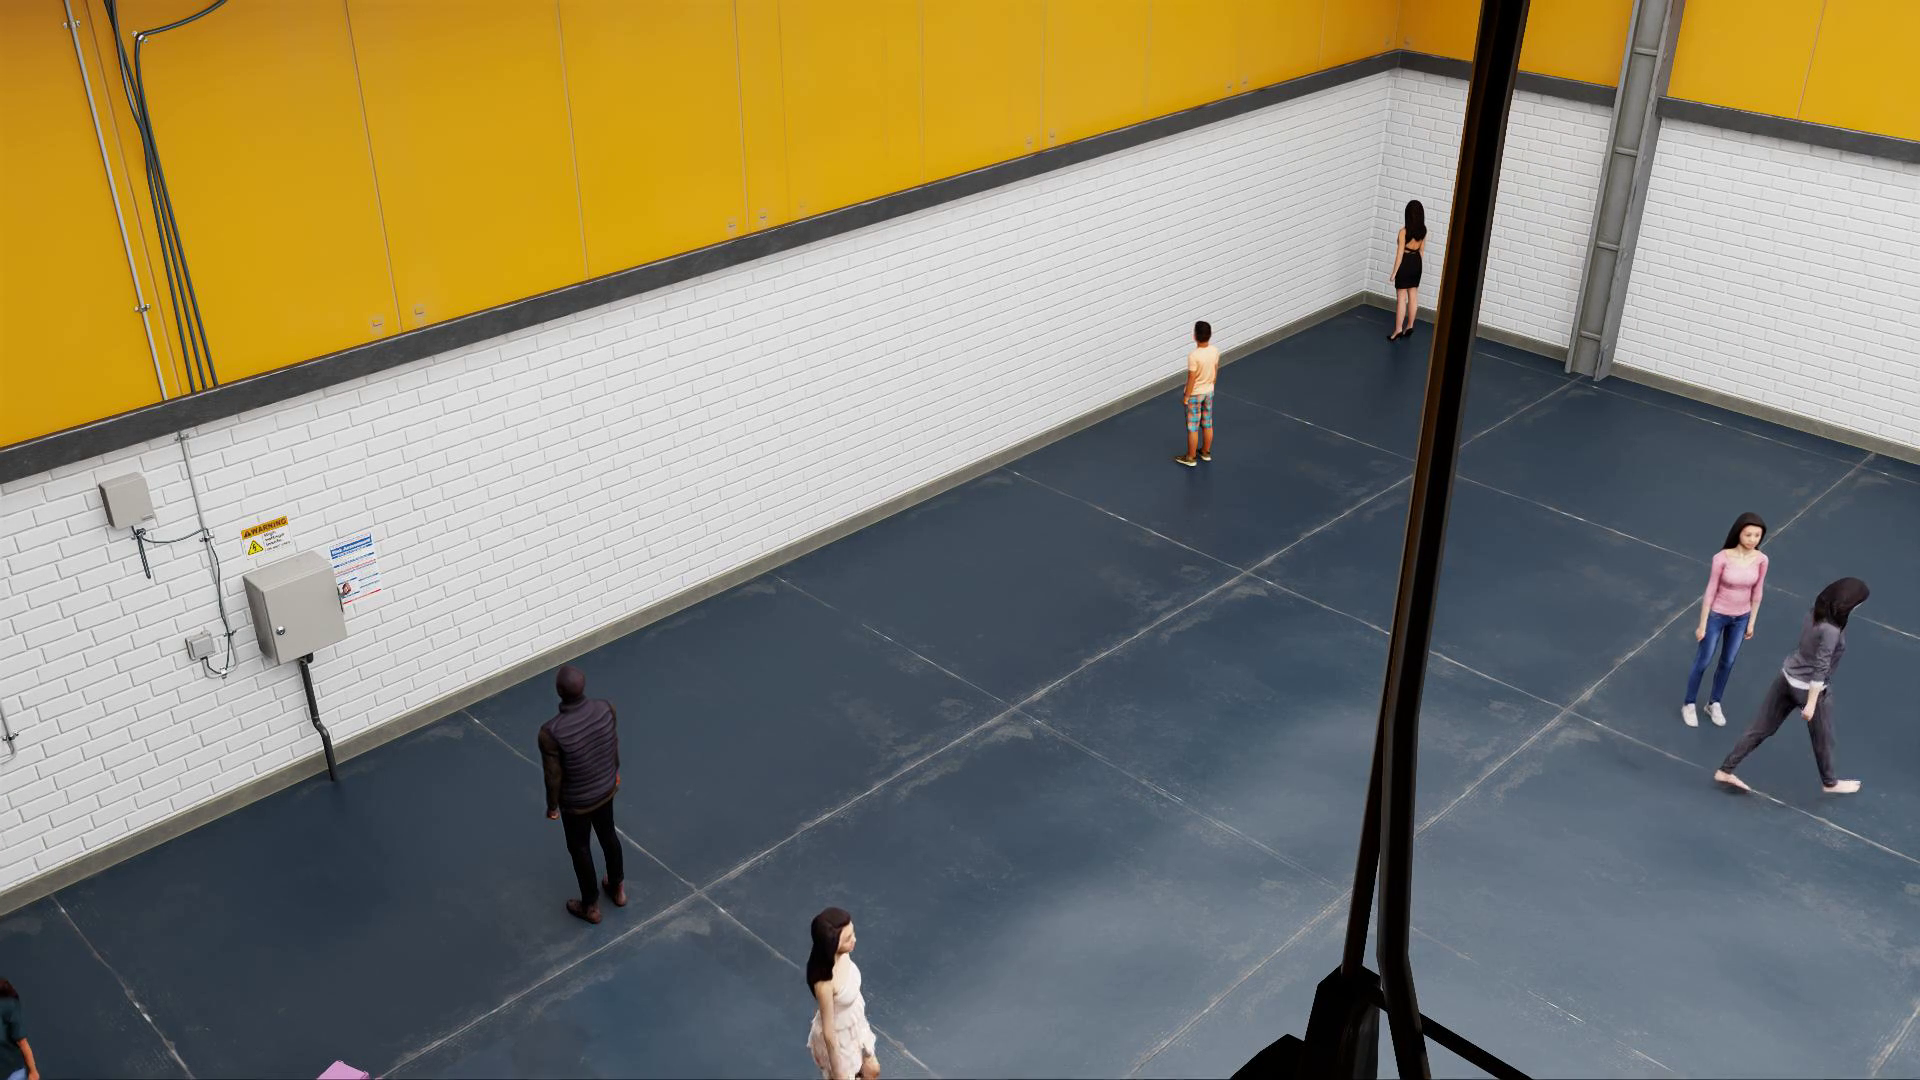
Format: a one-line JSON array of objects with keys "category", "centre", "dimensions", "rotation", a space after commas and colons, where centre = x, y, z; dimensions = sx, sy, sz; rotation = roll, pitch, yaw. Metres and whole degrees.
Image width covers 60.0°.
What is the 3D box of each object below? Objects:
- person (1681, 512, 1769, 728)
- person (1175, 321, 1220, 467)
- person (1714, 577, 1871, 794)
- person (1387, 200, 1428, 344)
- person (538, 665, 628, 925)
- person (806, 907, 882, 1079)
[{"category": "person", "centre": [5.614, 0.570, 12.187], "dimensions": [0.623, 1.743, 0.688], "rotation": [1, 29, 2]}, {"category": "person", "centre": [2.335, -1.429, 16.146], "dimensions": [0.558, 1.461, 0.532], "rotation": [-19, 34, -30]}, {"category": "person", "centre": [5.656, 1.038, 11.384], "dimensions": [1.256, 1.690, 1.157], "rotation": [3, 29, 5]}, {"category": "person", "centre": [5.113, -3.059, 18.939], "dimensions": [0.622, 1.647, 0.601], "rotation": [-12, 31, -20]}, {"category": "person", "centre": [-2.313, 1.557, 10.280], "dimensions": [0.567, 1.836, 0.694], "rotation": [24, 36, 36]}, {"category": "person", "centre": [-0.705, 2.557, 8.564], "dimensions": [0.760, 1.723, 0.715], "rotation": [6, 29, 11]}]
